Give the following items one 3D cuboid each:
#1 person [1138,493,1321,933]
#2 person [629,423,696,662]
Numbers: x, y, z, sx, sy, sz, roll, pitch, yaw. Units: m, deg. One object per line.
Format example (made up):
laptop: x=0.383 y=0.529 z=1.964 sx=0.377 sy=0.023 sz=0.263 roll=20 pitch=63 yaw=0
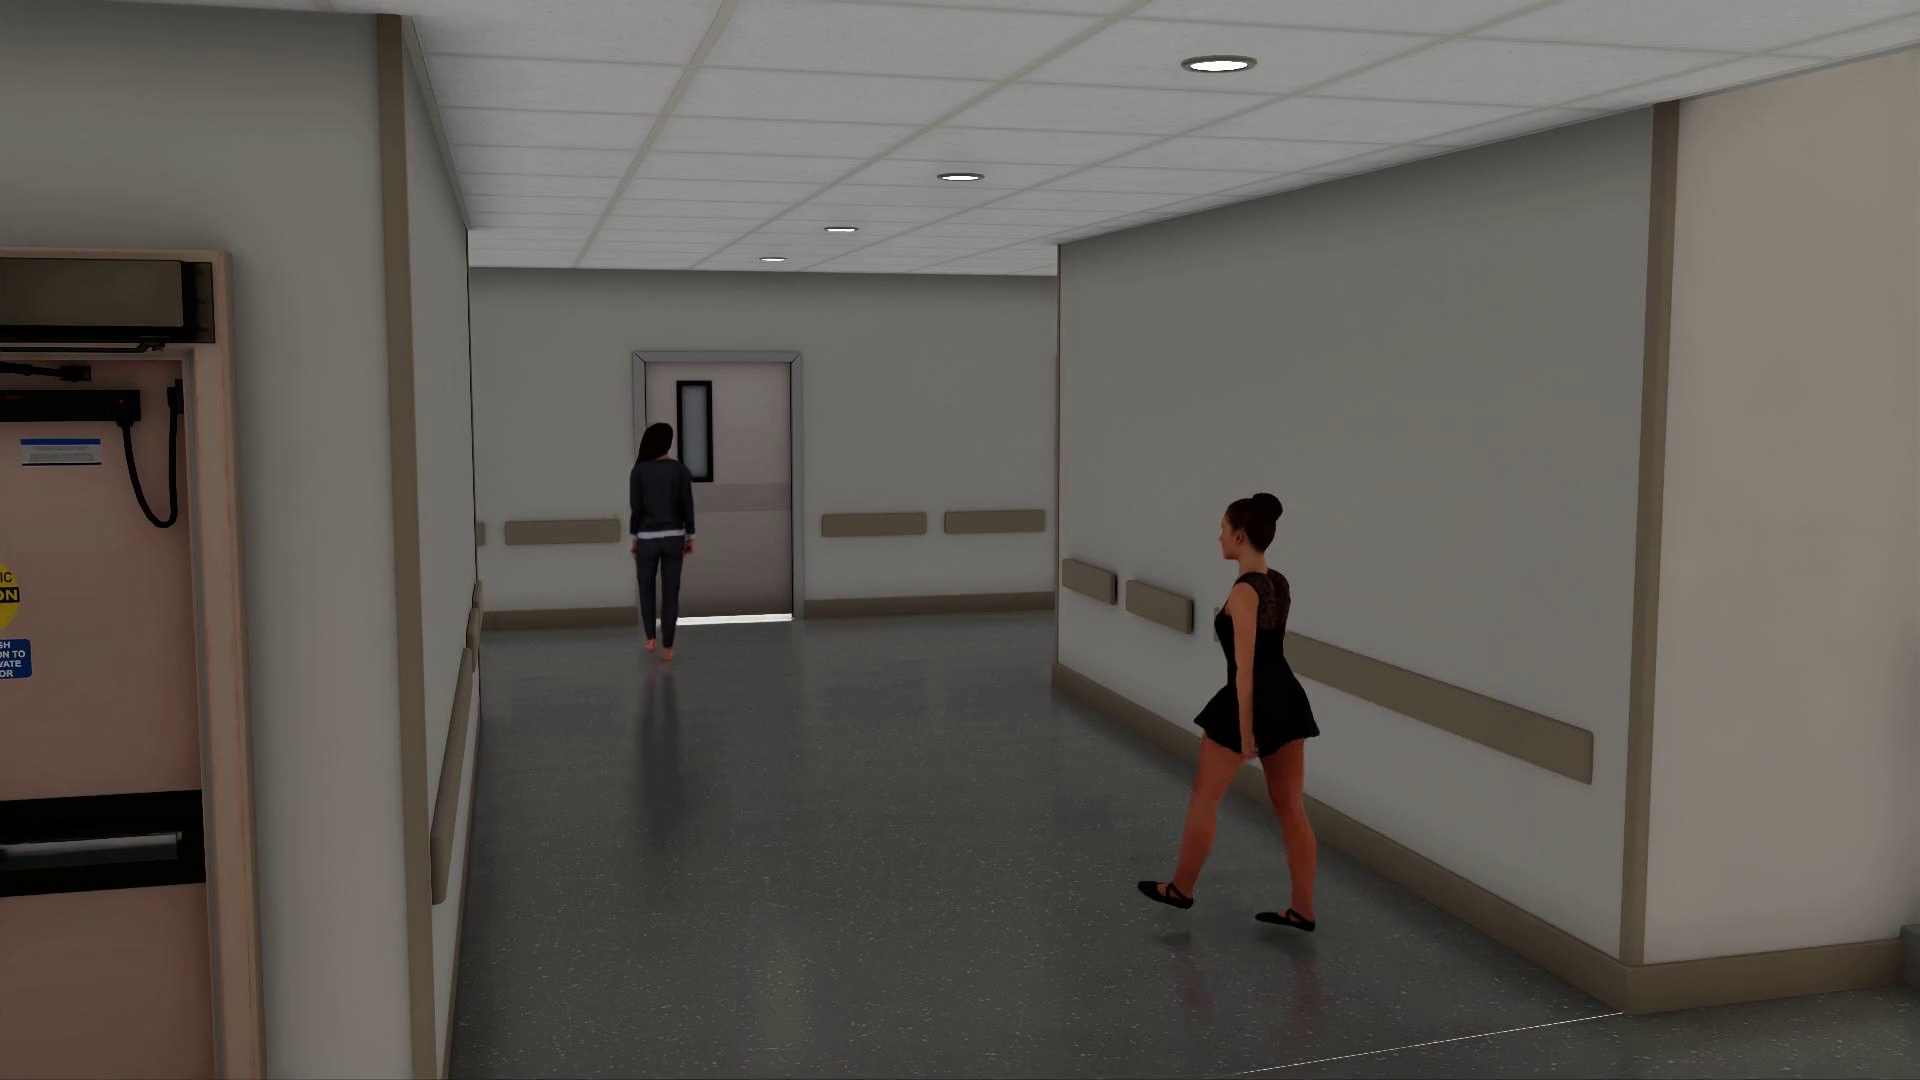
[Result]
person: x=1.210 y=0.675 z=6.299 sx=0.957 sy=1.651 sz=0.960 roll=5 pitch=7 yaw=38
person: x=-2.216 y=0.021 z=12.302 sx=0.732 sy=1.751 sz=0.735 roll=-1 pitch=6 yaw=-8
